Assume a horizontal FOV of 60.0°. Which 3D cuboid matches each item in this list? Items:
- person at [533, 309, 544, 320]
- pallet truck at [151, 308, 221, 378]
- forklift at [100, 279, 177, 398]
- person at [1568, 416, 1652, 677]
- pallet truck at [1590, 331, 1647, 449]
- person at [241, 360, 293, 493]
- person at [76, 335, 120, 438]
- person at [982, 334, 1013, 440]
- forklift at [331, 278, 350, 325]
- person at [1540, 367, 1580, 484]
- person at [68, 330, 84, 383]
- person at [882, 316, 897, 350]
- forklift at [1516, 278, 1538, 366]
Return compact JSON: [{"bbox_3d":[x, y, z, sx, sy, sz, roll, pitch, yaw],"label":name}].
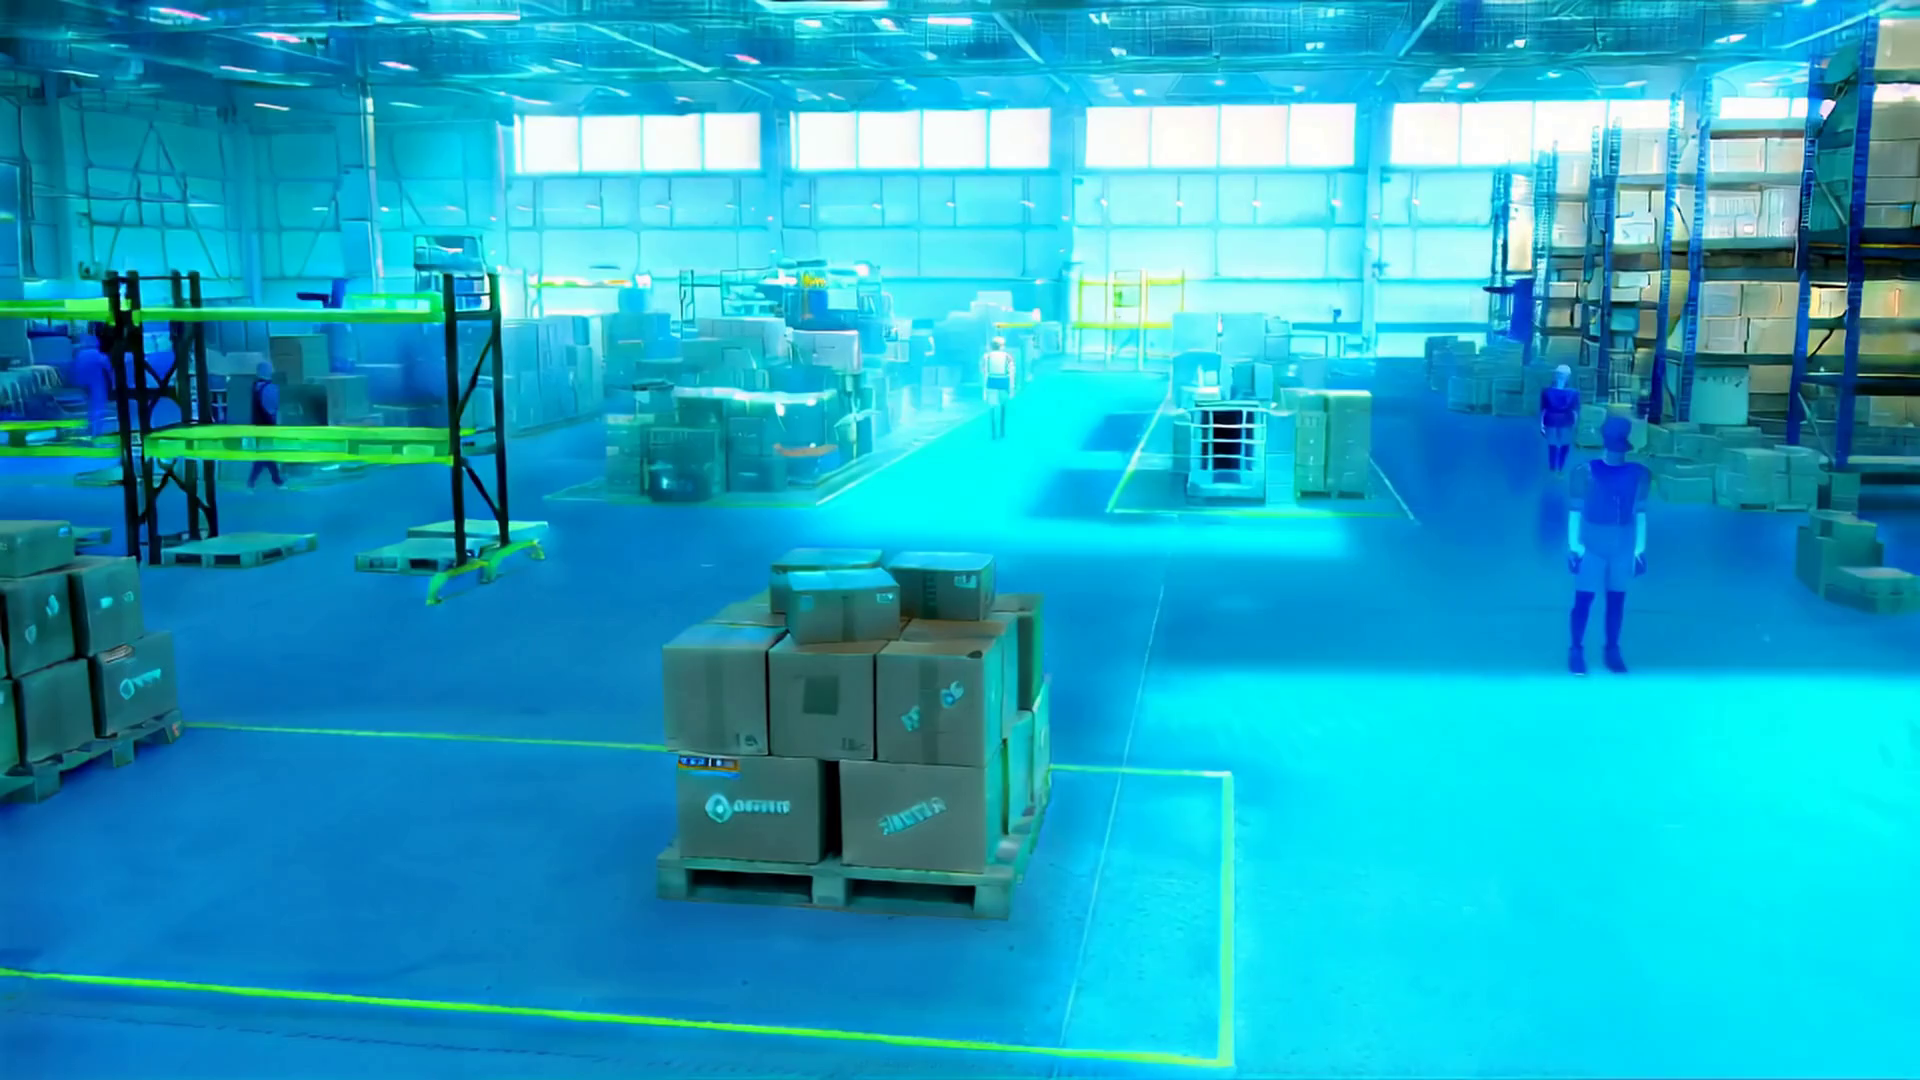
[{"bbox_3d":[-11.962,-5.617,47.455,0.630,1.940,0.372,3,10,17],"label":"person"},{"bbox_3d":[-21.869,-5.598,47.154,0.823,1.965,1.885,4,10,26],"label":"pallet truck"},{"bbox_3d":[-19.606,-4.720,39.027,1.873,2.768,1.129,1,9,9],"label":"forklift"},{"bbox_3d":[4.835,0.050,12.413,0.608,1.966,0.371,0,9,-1],"label":"person"},{"bbox_3d":[11.253,-2.573,28.499,0.823,1.965,1.885,5,10,27],"label":"pallet truck"},{"bbox_3d":[-9.485,-1.529,22.615,0.515,1.824,0.806,5,10,27],"label":"person"},{"bbox_3d":[-15.140,-2.624,29.110,0.703,1.892,0.826,5,10,27],"label":"person"},{"bbox_3d":[0.676,-2.739,29.871,0.560,1.897,0.984,0,9,3],"label":"person"},{"bbox_3d":[-16.170,-5.448,43.516,1.873,2.768,1.129,-3,10,-17],"label":"forklift"},{"bbox_3d":[8.592,-1.660,23.862,0.540,1.671,0.715,2,9,13],"label":"person"},{"bbox_3d":[-21.378,-4.317,40.494,0.818,1.588,0.560,0,9,-1],"label":"person"},{"bbox_3d":[-1.716,-4.693,41.982,0.735,1.899,0.642,-6,11,-31],"label":"person"},{"bbox_3d":[15.010,-5.575,44.298,1.873,2.768,1.129,1,9,9],"label":"forklift"}]
